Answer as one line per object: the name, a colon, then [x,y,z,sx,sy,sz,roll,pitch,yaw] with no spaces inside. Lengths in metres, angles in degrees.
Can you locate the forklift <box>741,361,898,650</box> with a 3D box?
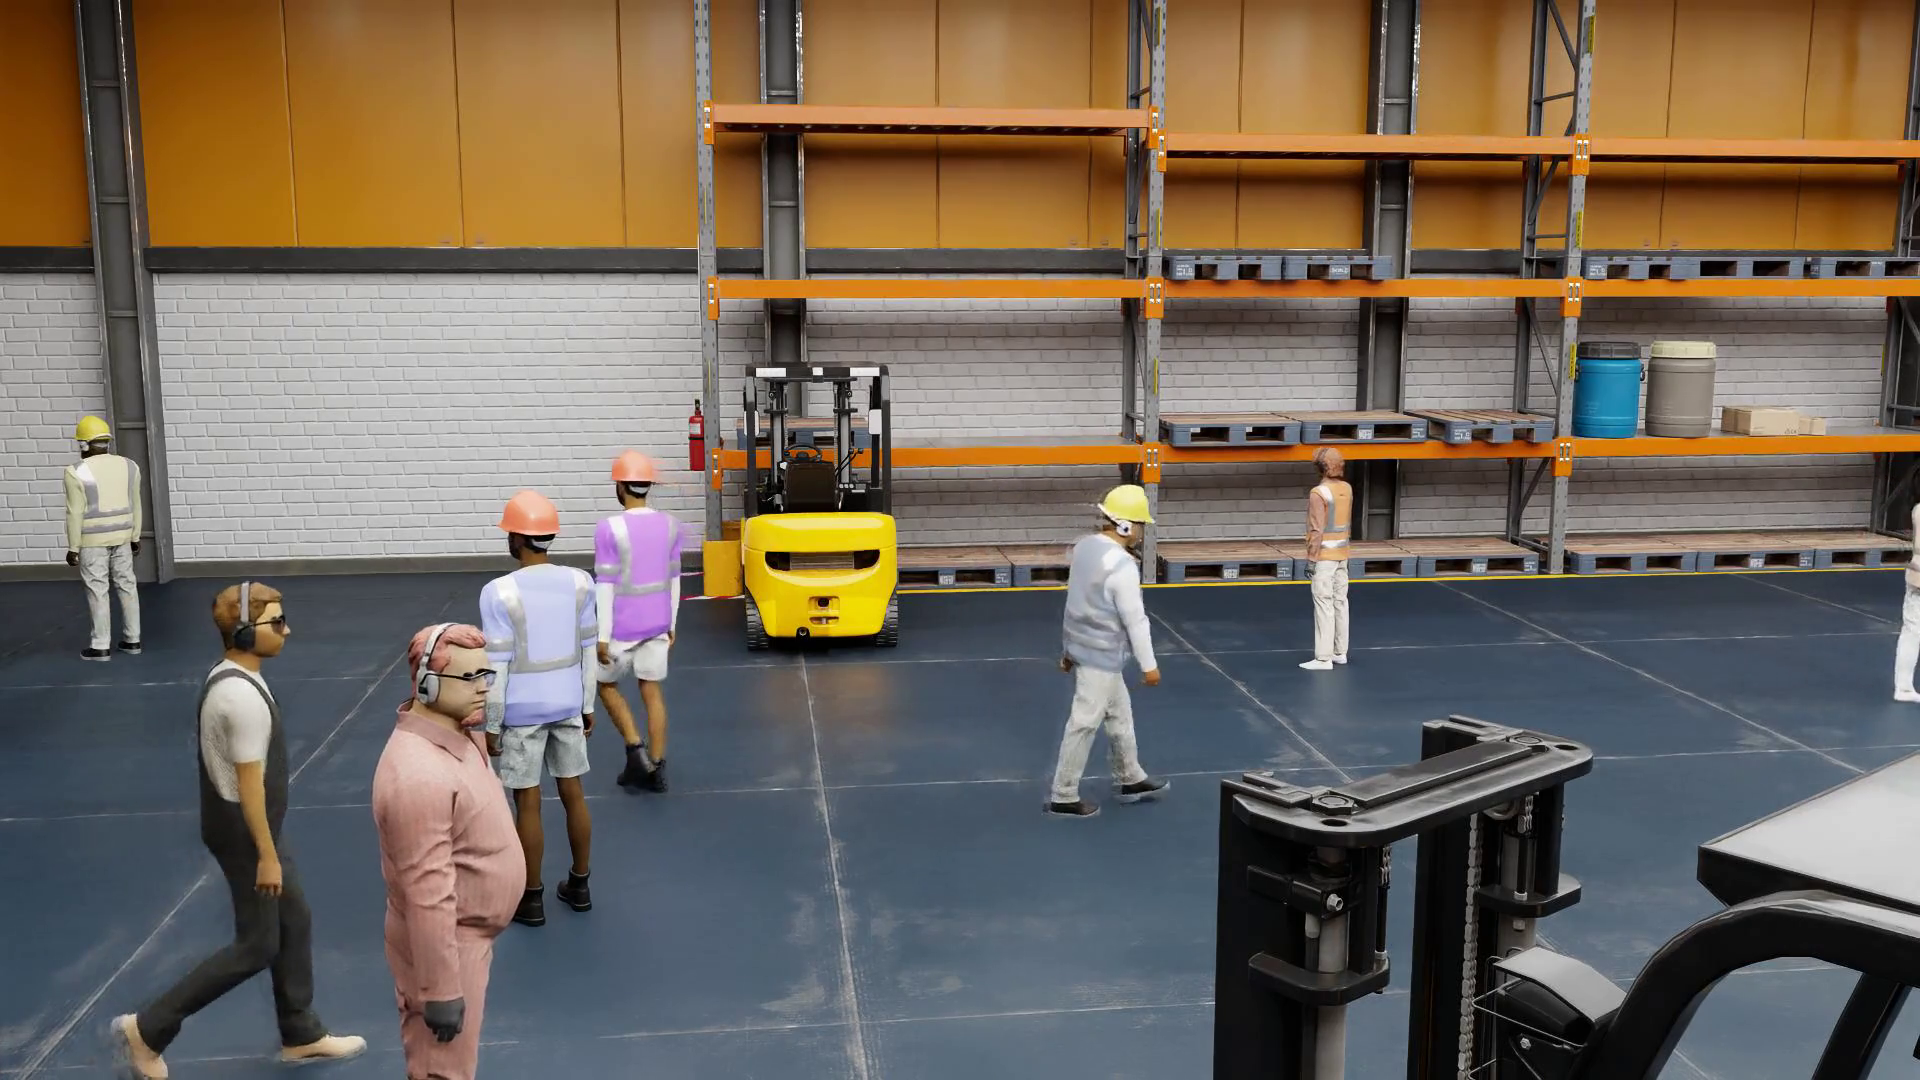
forklift: [-1.154,-0.340,13.365,1.214,2.155,2.313,-1,9,-7]

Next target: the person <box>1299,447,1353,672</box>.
person: [2.676,0.138,12.115,0.310,1.636,0.523,8,12,41]

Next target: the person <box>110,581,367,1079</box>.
person: [-2.571,1.051,5.855,0.745,1.823,0.524,-4,10,-22]

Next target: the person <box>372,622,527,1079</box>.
person: [-1.453,1.175,4.815,0.399,1.905,0.642,-2,9,-12]

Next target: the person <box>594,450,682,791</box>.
person: [-1.804,0.457,9.244,0.565,1.918,0.409,-9,12,-43]

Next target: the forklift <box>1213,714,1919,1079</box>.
forklift: [1.441,1.425,2.350,1.214,2.155,2.313,-7,12,-39]

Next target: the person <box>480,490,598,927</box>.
person: [-1.872,0.741,7.400,0.550,1.942,0.346,-8,12,-42]

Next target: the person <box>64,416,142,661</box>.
person: [-6.420,-0.013,12.454,0.404,1.828,0.600,5,10,28]

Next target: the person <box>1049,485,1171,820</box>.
person: [0.849,0.595,8.781,0.849,1.786,0.603,-2,9,-14]

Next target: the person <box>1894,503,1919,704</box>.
person: [6.611,0.305,11.113,0.700,1.609,0.546,-2,9,-10]
